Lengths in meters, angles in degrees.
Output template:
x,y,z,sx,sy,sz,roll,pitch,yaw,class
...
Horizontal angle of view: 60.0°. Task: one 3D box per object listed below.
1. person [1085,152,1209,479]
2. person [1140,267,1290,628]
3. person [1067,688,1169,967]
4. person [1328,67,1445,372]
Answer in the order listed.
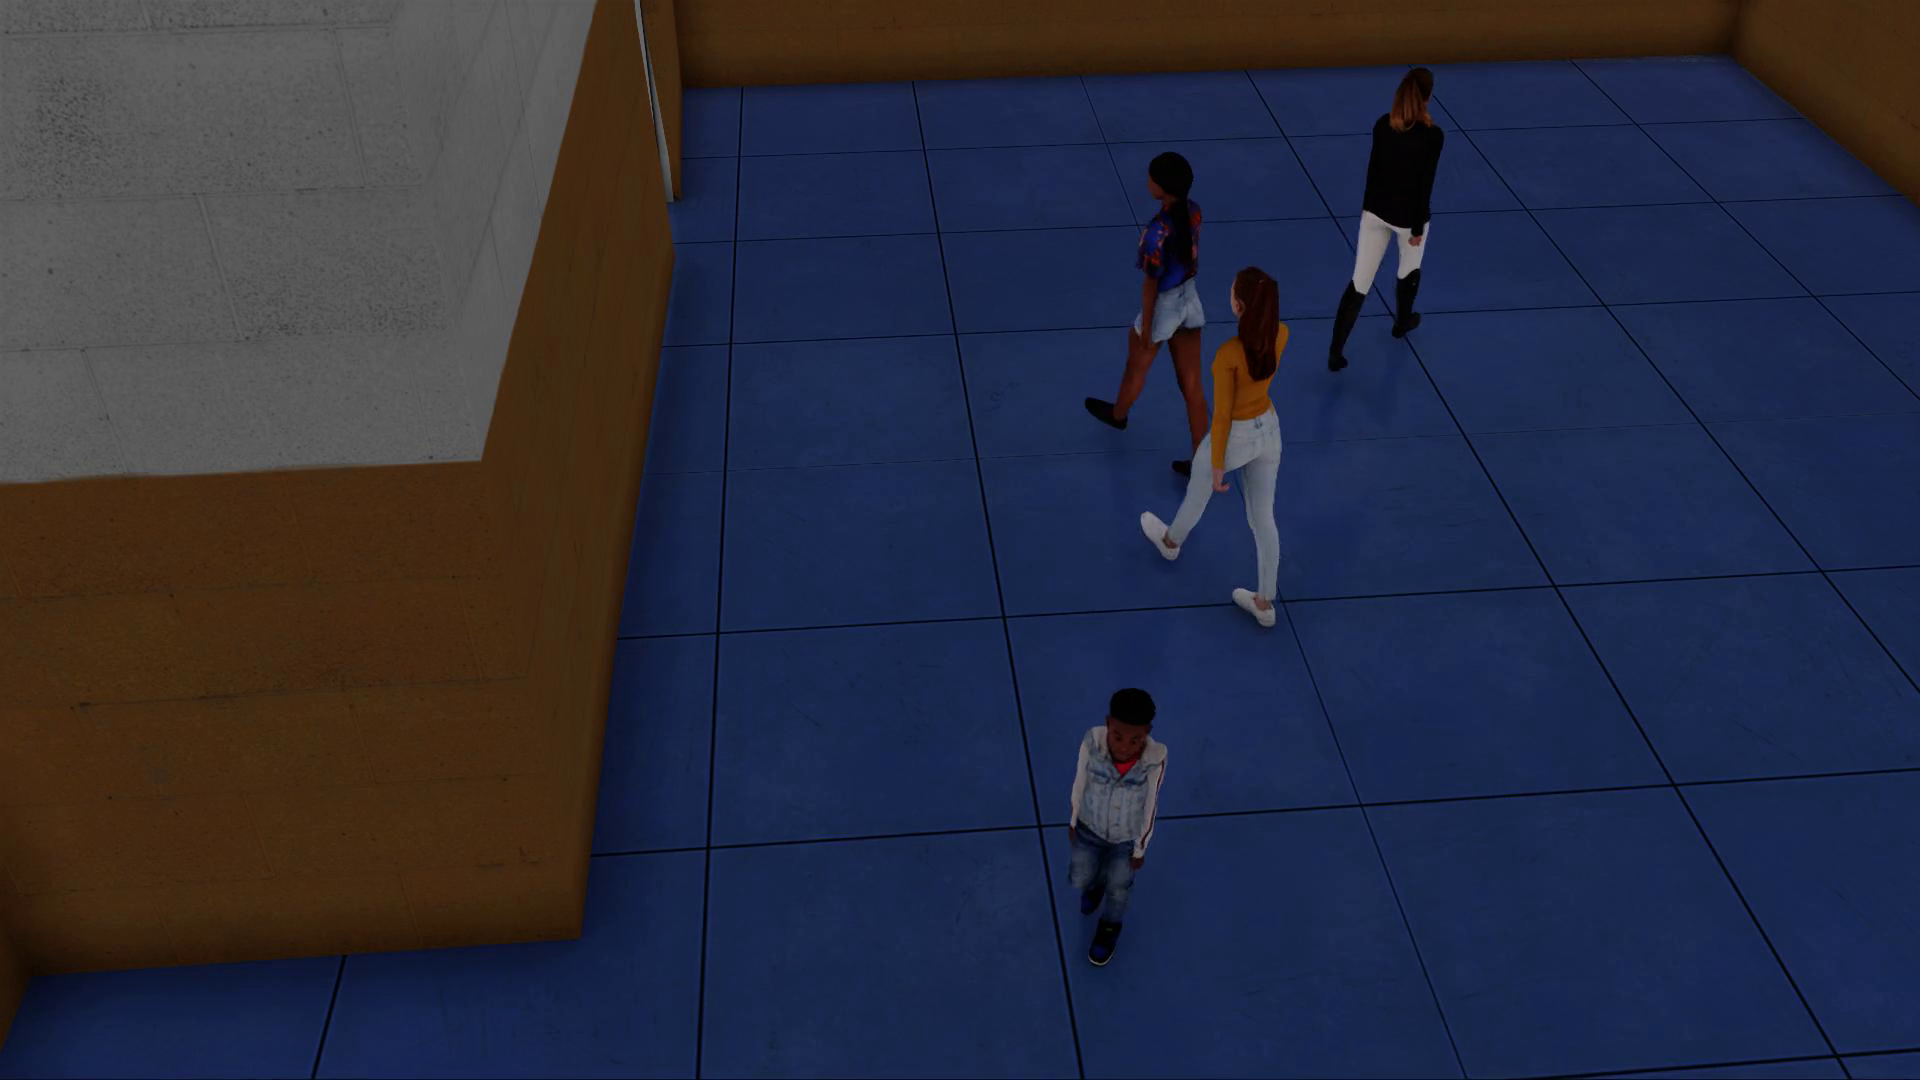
x,y,z,sx,sy,sz,roll,pitch,yaw,class
1.100,-1.049,8.266,1.147,1.691,1.117,-28,45,-32,person
1.309,-0.355,7.330,1.130,1.704,0.996,-20,41,-24,person
0.580,0.967,5.946,0.626,1.252,0.666,16,40,20,person
2.324,-1.687,9.109,1.144,1.682,1.170,24,43,28,person
